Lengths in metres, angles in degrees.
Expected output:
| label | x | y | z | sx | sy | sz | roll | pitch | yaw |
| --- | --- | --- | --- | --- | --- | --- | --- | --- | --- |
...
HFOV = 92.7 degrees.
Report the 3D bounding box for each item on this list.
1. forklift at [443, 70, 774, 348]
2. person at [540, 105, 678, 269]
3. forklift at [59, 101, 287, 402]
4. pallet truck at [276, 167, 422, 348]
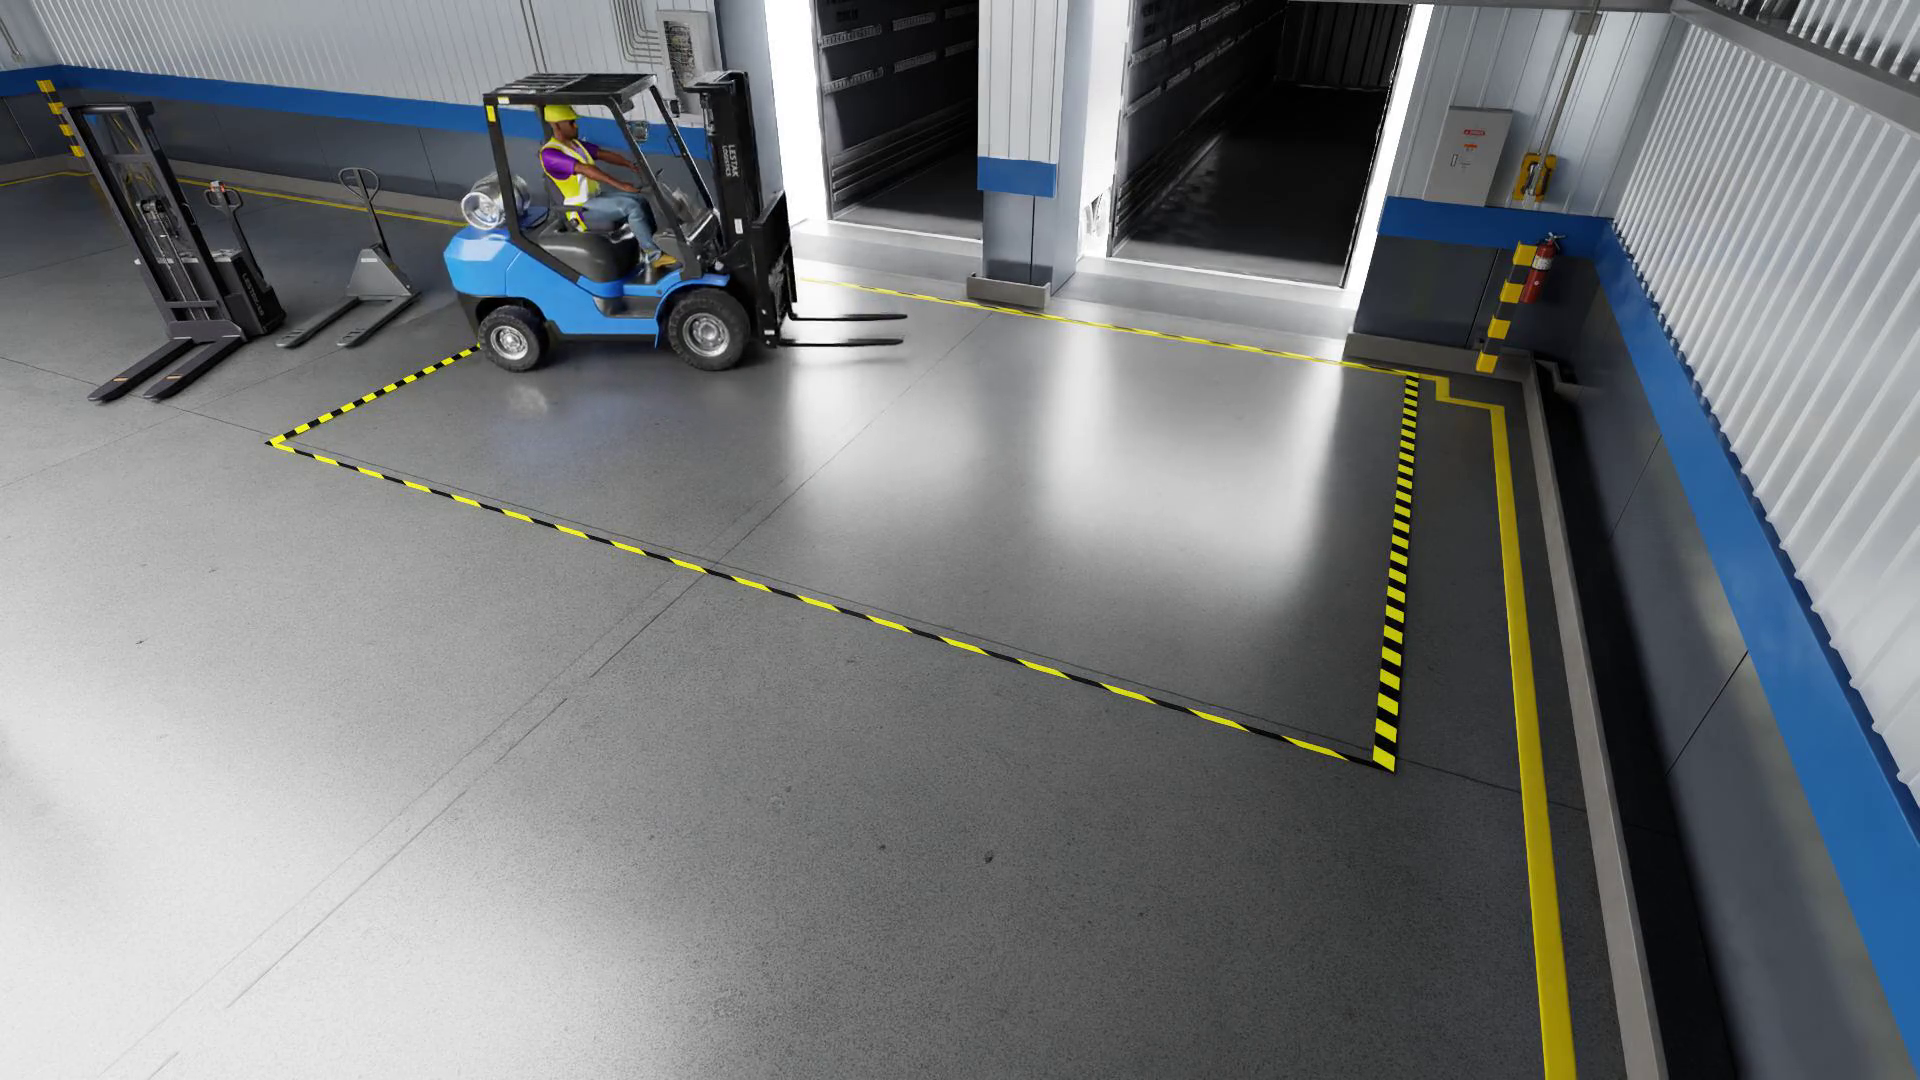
| label | x | y | z | sx | sy | sz | roll | pitch | yaw |
| --- | --- | --- | --- | --- | --- | --- | --- | --- | --- |
| forklift | -2.883 | -2.748 | 7.640 | 2.680 | 2.036 | 1.157 | 1 | 35 | 1 |
| person | -2.823 | -2.897 | 7.526 | 1.004 | 1.294 | 0.635 | 1 | 35 | 1 |
| forklift | -6.686 | -2.387 | 7.434 | 0.823 | 1.965 | 1.885 | -3 | 35 | -5 |
| pallet truck | -5.732 | -2.611 | 8.414 | 0.680 | 1.201 | 1.601 | -1 | 35 | -1 |
